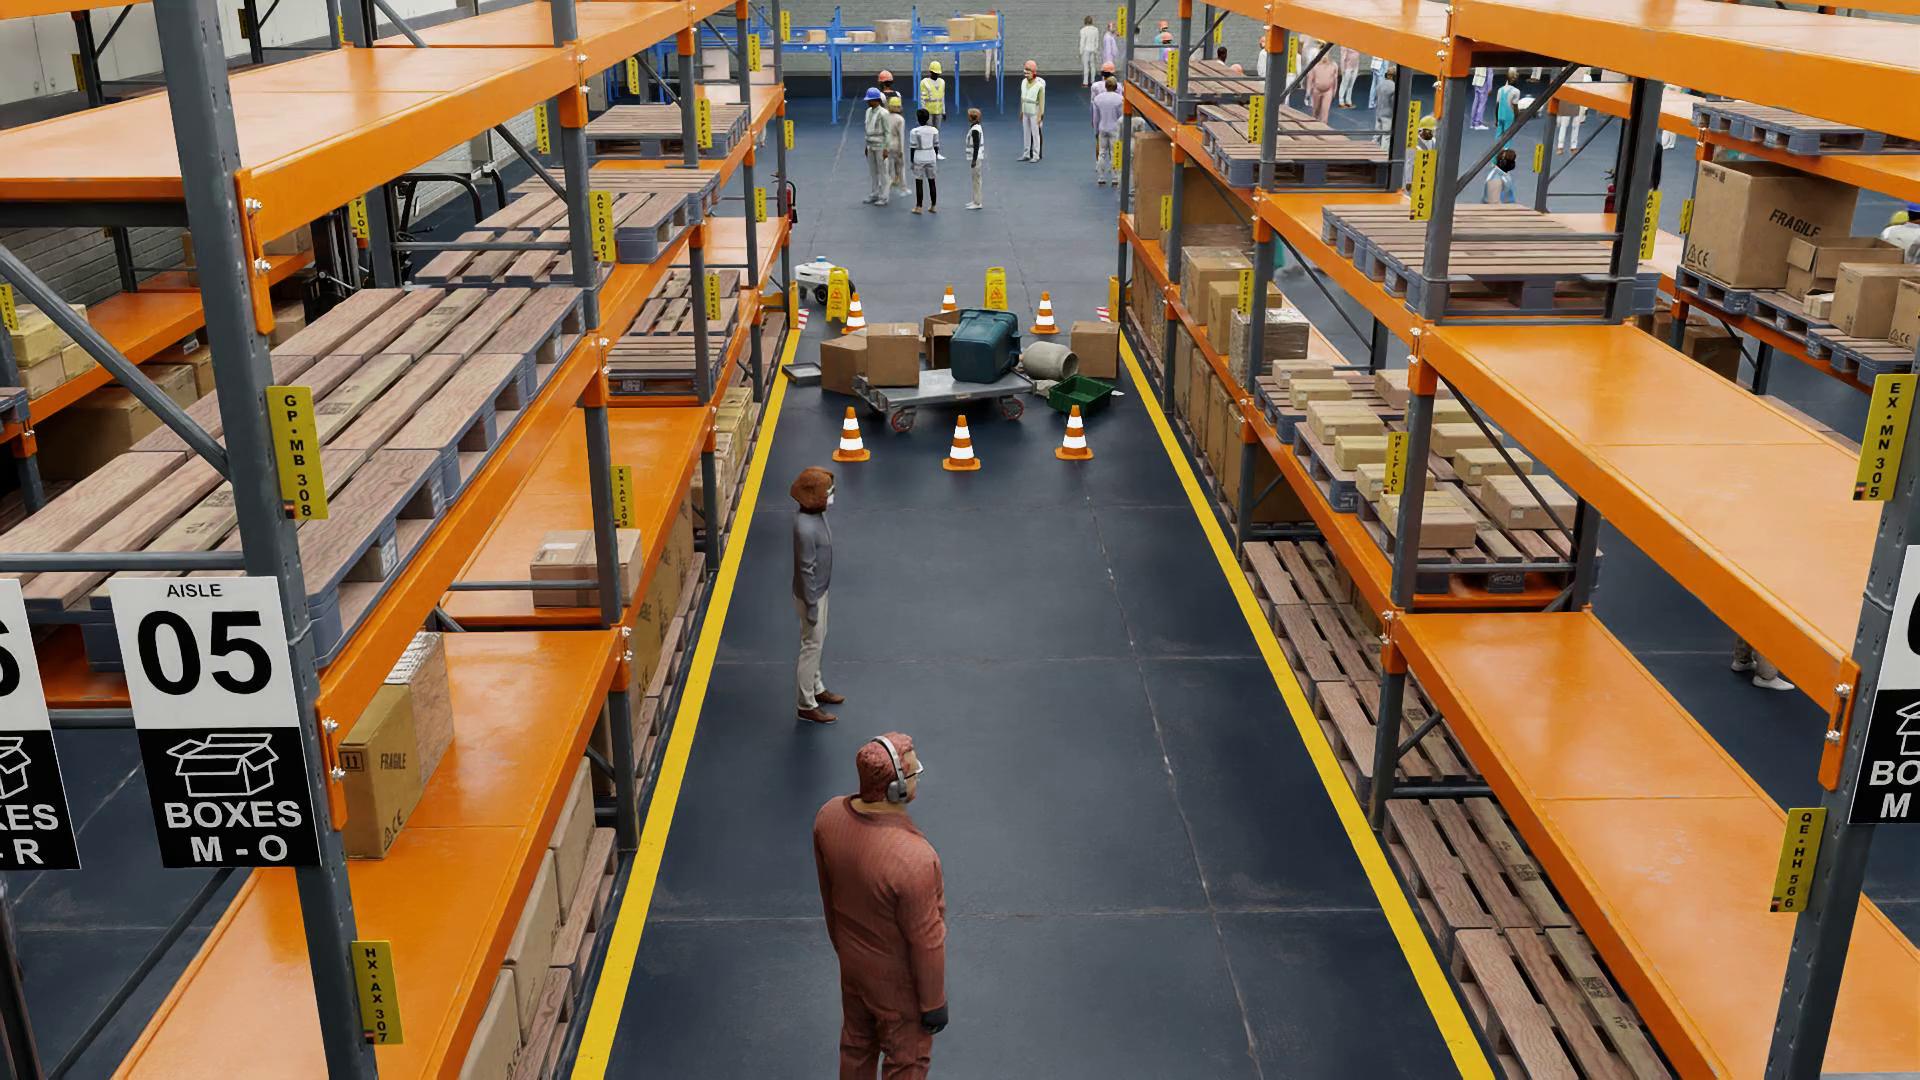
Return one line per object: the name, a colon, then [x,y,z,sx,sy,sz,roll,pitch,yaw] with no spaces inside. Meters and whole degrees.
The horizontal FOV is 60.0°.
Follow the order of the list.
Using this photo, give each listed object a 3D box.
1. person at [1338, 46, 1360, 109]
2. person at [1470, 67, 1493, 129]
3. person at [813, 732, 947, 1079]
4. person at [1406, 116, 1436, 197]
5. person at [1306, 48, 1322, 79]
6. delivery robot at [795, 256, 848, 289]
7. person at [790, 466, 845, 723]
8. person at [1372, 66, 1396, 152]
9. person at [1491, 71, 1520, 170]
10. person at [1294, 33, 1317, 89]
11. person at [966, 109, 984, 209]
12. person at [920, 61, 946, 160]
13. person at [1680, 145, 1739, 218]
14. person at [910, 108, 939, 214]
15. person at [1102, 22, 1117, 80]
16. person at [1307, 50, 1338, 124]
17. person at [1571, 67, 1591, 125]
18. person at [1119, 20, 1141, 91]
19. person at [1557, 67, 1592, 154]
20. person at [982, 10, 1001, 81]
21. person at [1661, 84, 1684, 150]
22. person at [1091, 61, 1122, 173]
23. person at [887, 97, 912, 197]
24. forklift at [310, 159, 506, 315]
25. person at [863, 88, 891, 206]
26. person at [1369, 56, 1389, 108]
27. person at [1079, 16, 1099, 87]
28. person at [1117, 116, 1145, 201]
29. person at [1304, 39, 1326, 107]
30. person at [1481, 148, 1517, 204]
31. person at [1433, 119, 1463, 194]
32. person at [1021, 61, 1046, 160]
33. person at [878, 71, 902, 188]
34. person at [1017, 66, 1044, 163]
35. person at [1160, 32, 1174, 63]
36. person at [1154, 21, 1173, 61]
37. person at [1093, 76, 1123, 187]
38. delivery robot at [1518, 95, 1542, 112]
person: [9.784,-11.816,41.726,0.635,1.937,0.355,-14,25,-33]
person: [11.870,-10.300,37.768,0.411,1.908,0.596,-7,22,-18]
person: [-0.255,1.601,6.307,0.407,1.910,0.638,-17,27,-38]
person: [6.947,-5.450,25.049,0.600,1.829,0.404,-14,25,-32]
person: [10.118,-14.013,47.636,0.618,1.873,0.901,5,21,14]
delivery robot: [-1.770,-3.365,21.184,0.707,0.478,0.477,16,26,35]
person: [-0.874,0.324,10.078,0.288,1.623,0.507,1,21,2]
person: [8.182,-8.102,31.931,0.387,1.929,0.626,-9,22,-22]
person: [10.472,-8.031,31.857,0.339,1.842,0.507,-12,24,-29]
person: [9.656,-13.514,46.073,0.709,2.000,0.917,-10,23,-24]
person: [0.245,-6.337,27.662,0.307,1.639,0.525,0,21,1]
person: [-0.517,-8.514,33.028,0.585,1.918,0.377,-16,26,-36]
person: [11.743,-5.716,25.797,0.591,1.790,0.955,-19,28,-40]
person: [-0.584,-6.189,27.204,0.537,1.693,0.319,-12,24,-28]
person: [4.043,-12.989,44.894,0.394,1.899,0.642,2,21,6]
person: [8.041,-9.971,36.950,0.653,1.871,0.940,4,21,10]
person: [14.467,-10.477,38.628,0.285,1.624,0.509,12,24,29]
person: [4.774,-13.338,45.830,0.916,1.885,0.599,4,21,9]
person: [12.519,-8.828,33.908,0.576,1.881,0.354,3,21,7]
person: [0.936,-14.473,48.690,0.617,1.986,0.408,-4,21,-10]
person: [14.780,-8.953,34.577,0.516,1.640,0.310,-12,24,-28]
person: [2.777,-8.004,31.504,0.605,2.045,0.378,6,22,16]
person: [-1.131,-6.777,28.726,0.511,1.693,0.831,9,23,23]
forklift: [-5.622,-2.910,17.832,2.313,2.155,1.214,-1,21,-1]
person: [-1.406,-6.602,27.936,0.405,1.943,0.613,-16,26,-35]
person: [10.534,-11.825,41.795,0.388,1.911,0.592,-8,22,-21]
person: [3.605,-13.736,46.804,0.637,1.936,0.356,-14,25,-33]
person: [2.918,-6.662,28.395,0.490,1.731,0.325,8,22,19]
person: [9.017,-11.846,42.100,0.576,1.725,0.345,-10,23,-25]
person: [6.994,-4.177,21.693,0.432,1.836,0.632,10,23,24]
person: [8.410,-6.857,28.946,0.503,1.692,0.892,-11,24,-27]
person: [1.433,-8.561,33.153,0.548,1.924,0.398,14,25,33]
person: [-1.314,-7.338,29.746,0.393,2.041,0.613,19,28,40]
person: [1.409,-8.389,32.798,0.384,1.845,0.570,-19,28,-41]
person: [5.010,-11.363,40.534,0.373,1.933,0.551,7,22,17]
person: [5.339,-12.677,43.926,0.612,1.995,0.382,-13,25,-32]
person: [2.688,-7.319,29.843,0.628,1.940,0.373,11,23,26]
delivery robot: [13.557,-10.395,39.767,0.707,0.478,0.477,-3,21,-8]
